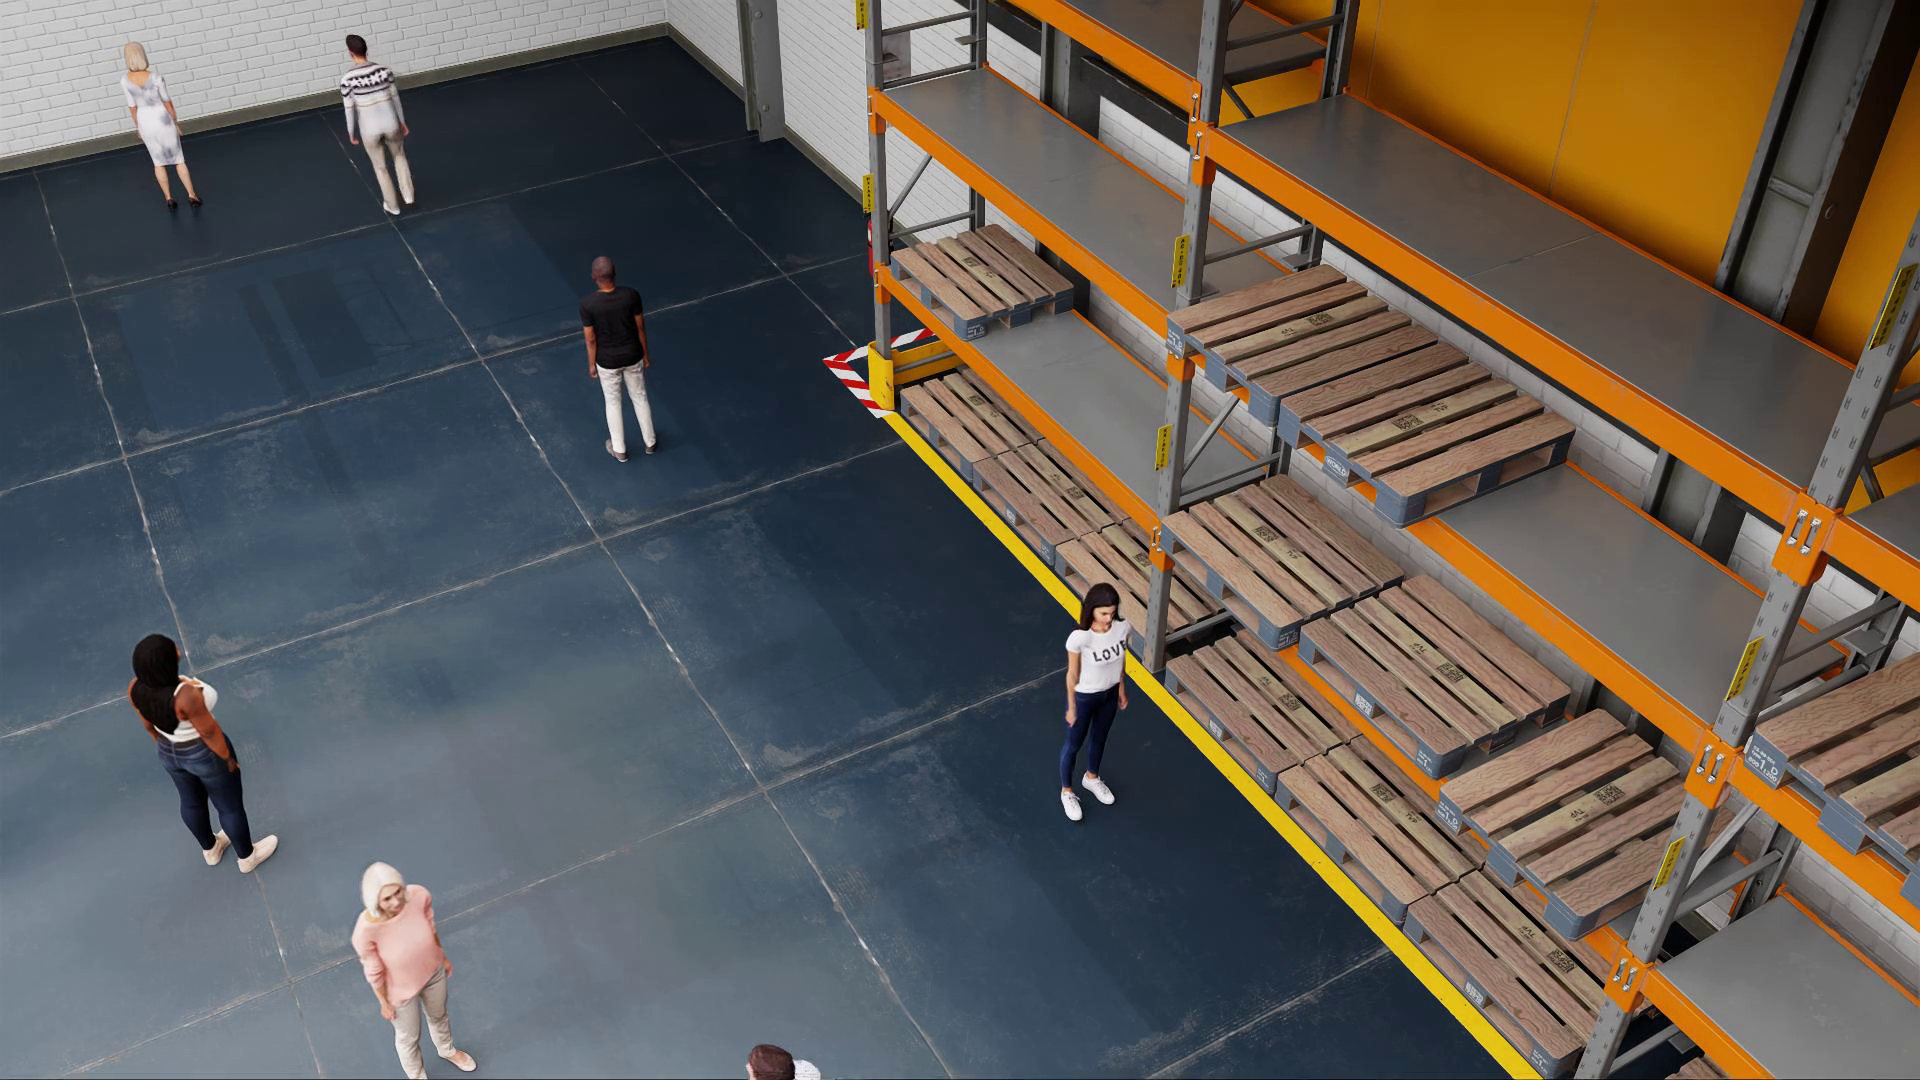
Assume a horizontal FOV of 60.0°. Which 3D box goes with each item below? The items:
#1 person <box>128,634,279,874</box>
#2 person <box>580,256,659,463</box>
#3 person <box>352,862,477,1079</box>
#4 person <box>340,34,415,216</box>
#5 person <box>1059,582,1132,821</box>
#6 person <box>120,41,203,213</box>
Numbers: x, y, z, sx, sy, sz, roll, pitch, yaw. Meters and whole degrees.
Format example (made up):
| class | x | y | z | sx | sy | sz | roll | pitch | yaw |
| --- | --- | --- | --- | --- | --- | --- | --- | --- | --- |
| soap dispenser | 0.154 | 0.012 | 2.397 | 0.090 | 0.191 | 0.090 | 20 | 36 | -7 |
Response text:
| class | x | y | z | sx | sy | sz | roll | pitch | yaw |
| --- | --- | --- | --- | --- | --- | --- | --- | --- | --- |
| person | -4.510 | 1.266 | 9.794 | 0.741 | 1.810 | 0.806 | 11 | 40 | 13 |
| person | -2.698 | -1.429 | 13.173 | 0.664 | 1.805 | 0.614 | -16 | 41 | -19 |
| person | -2.842 | 2.258 | 8.621 | 0.658 | 1.725 | 0.676 | 24 | 45 | 27 |
| person | -5.711 | -4.057 | 16.425 | 0.733 | 1.852 | 0.631 | -23 | 44 | -26 |
| person | 0.807 | 0.964 | 10.199 | 0.581 | 1.776 | 0.495 | -20 | 43 | -23 |
| person | -7.998 | -4.117 | 16.582 | 0.616 | 1.751 | 0.586 | -9 | 39 | -11 |
